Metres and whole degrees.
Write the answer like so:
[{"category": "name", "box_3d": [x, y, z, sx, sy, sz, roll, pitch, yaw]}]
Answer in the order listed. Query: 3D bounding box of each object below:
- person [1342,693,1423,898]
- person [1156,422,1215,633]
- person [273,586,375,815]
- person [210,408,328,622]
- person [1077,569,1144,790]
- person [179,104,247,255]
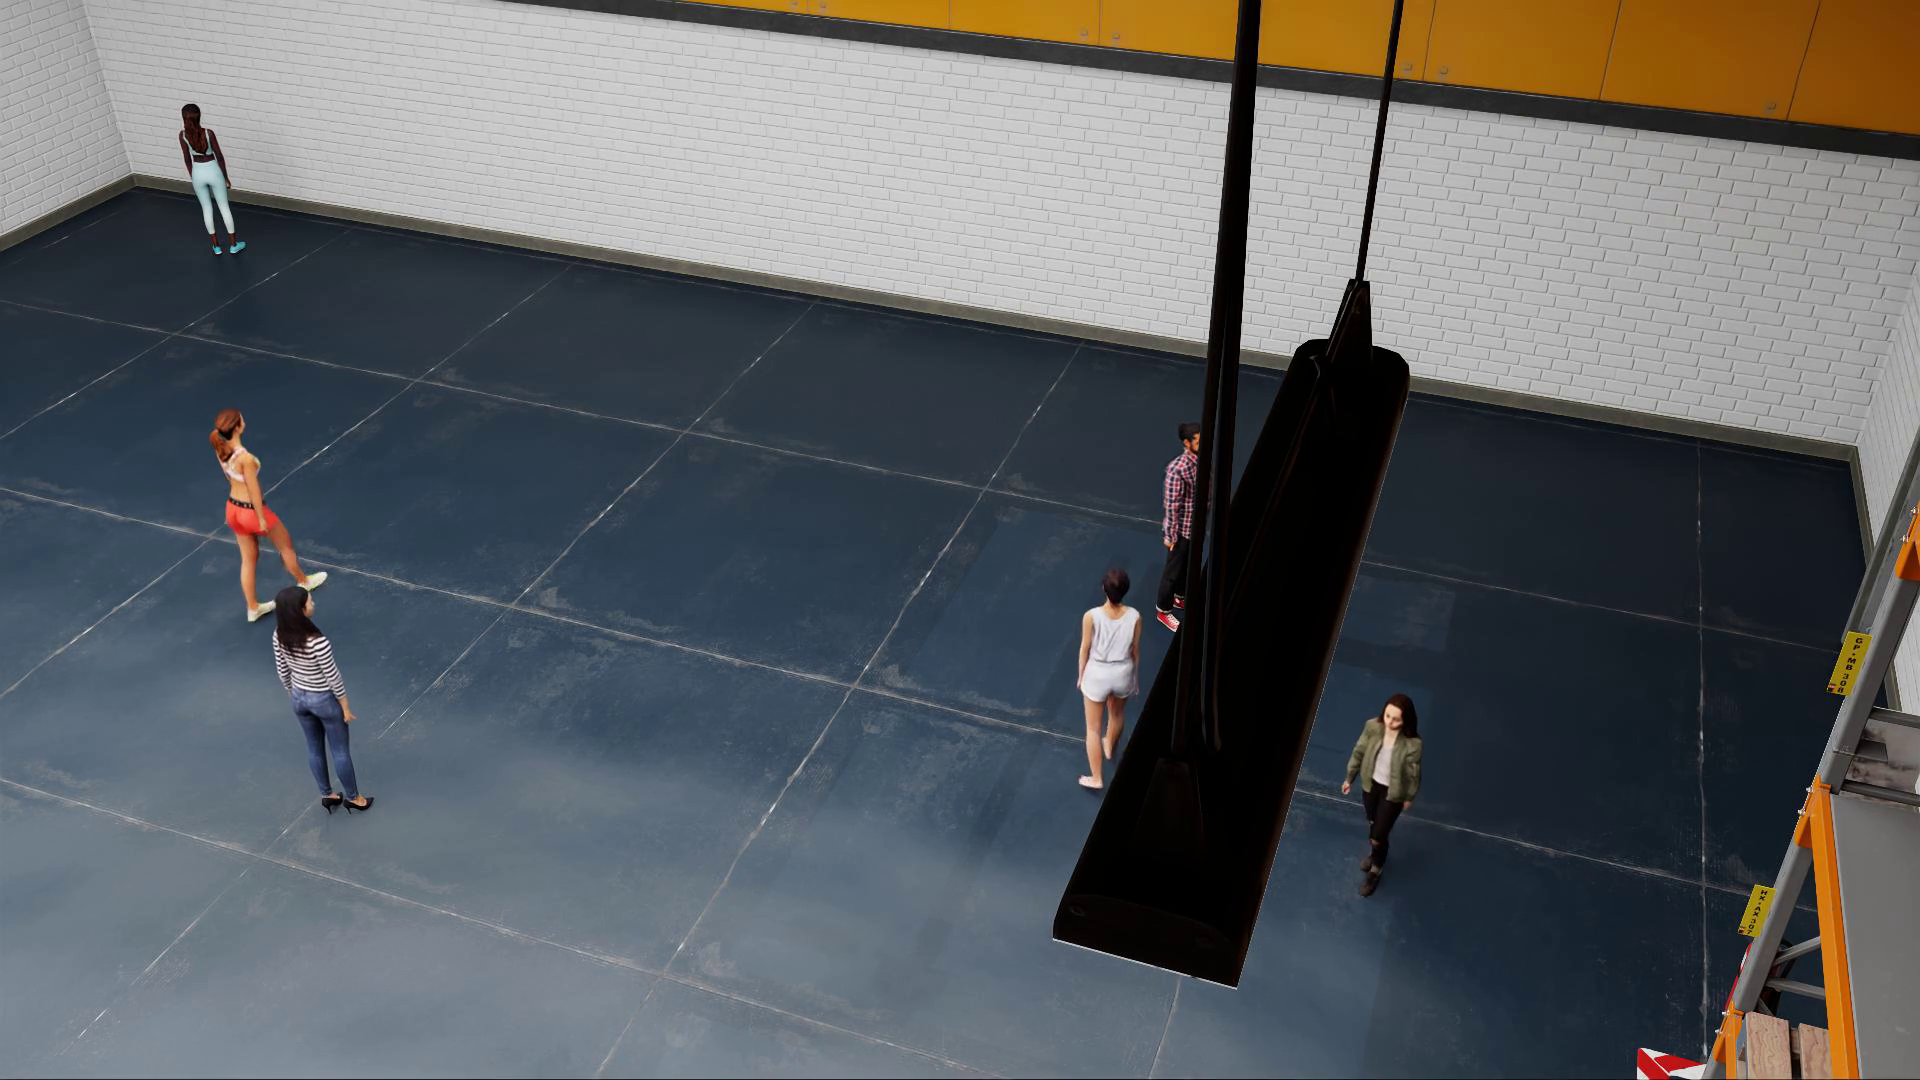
[{"category": "person", "box_3d": [2.729, 1.536, 10.547, 0.794, 1.460, 0.733, -26, 41, -33]}, {"category": "person", "box_3d": [1.746, -0.134, 12.787, 0.824, 1.761, 0.632, 23, 40, 30]}, {"category": "person", "box_3d": [-4.217, 1.078, 10.934, 0.577, 1.793, 0.498, 10, 35, 15]}, {"category": "person", "box_3d": [-5.530, -0.143, 12.798, 0.684, 1.764, 0.974, 17, 37, 24]}, {"category": "person", "box_3d": [1.018, 0.964, 11.290, 0.794, 1.590, 0.928, -5, 34, -7]}, {"category": "person", "box_3d": [-8.474, -4.071, 18.744, 0.656, 1.725, 0.684, -7, 34, -10]}]
